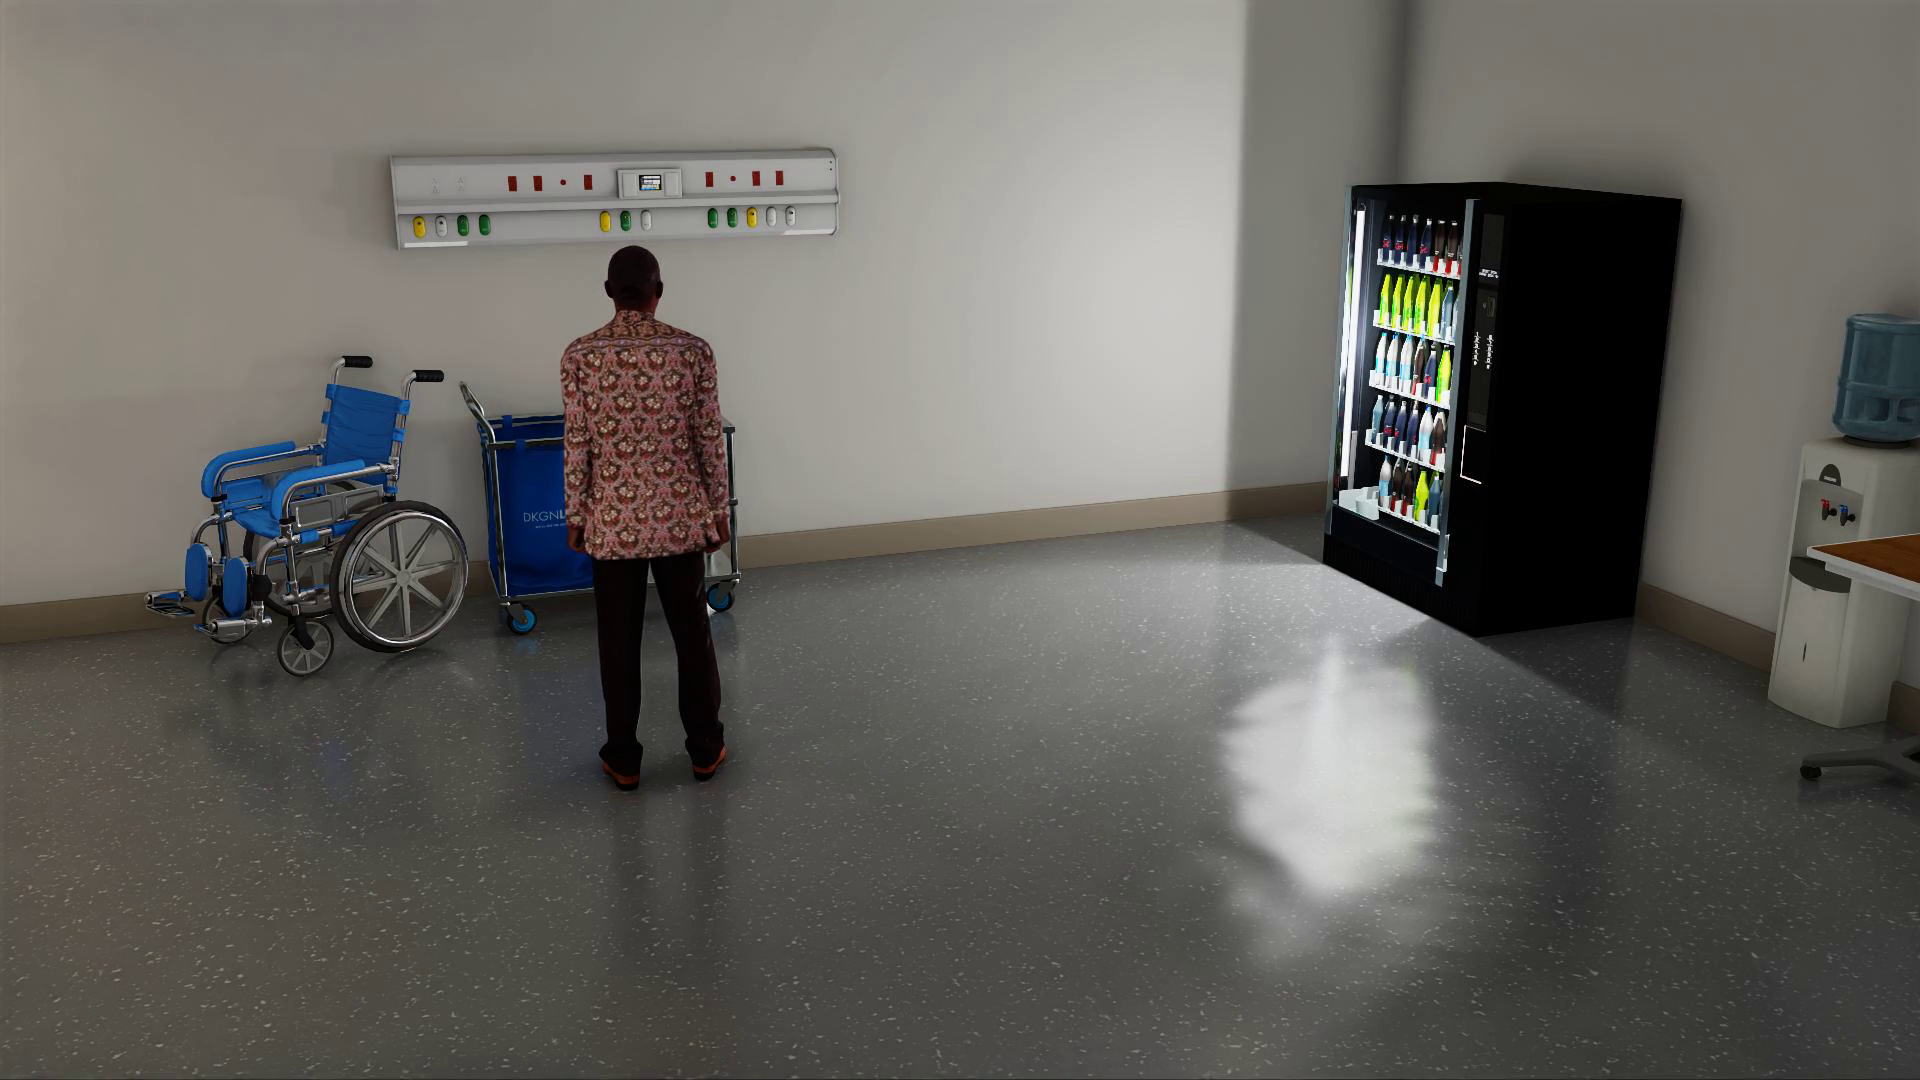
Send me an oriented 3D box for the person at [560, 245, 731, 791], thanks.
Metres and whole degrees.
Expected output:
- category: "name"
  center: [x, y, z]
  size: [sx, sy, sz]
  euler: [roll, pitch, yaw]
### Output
- category: "person"
  center: [-1.040, -0.065, 5.521]
  size: [0.716, 1.808, 0.611]
  euler: [-4, 16, -13]
